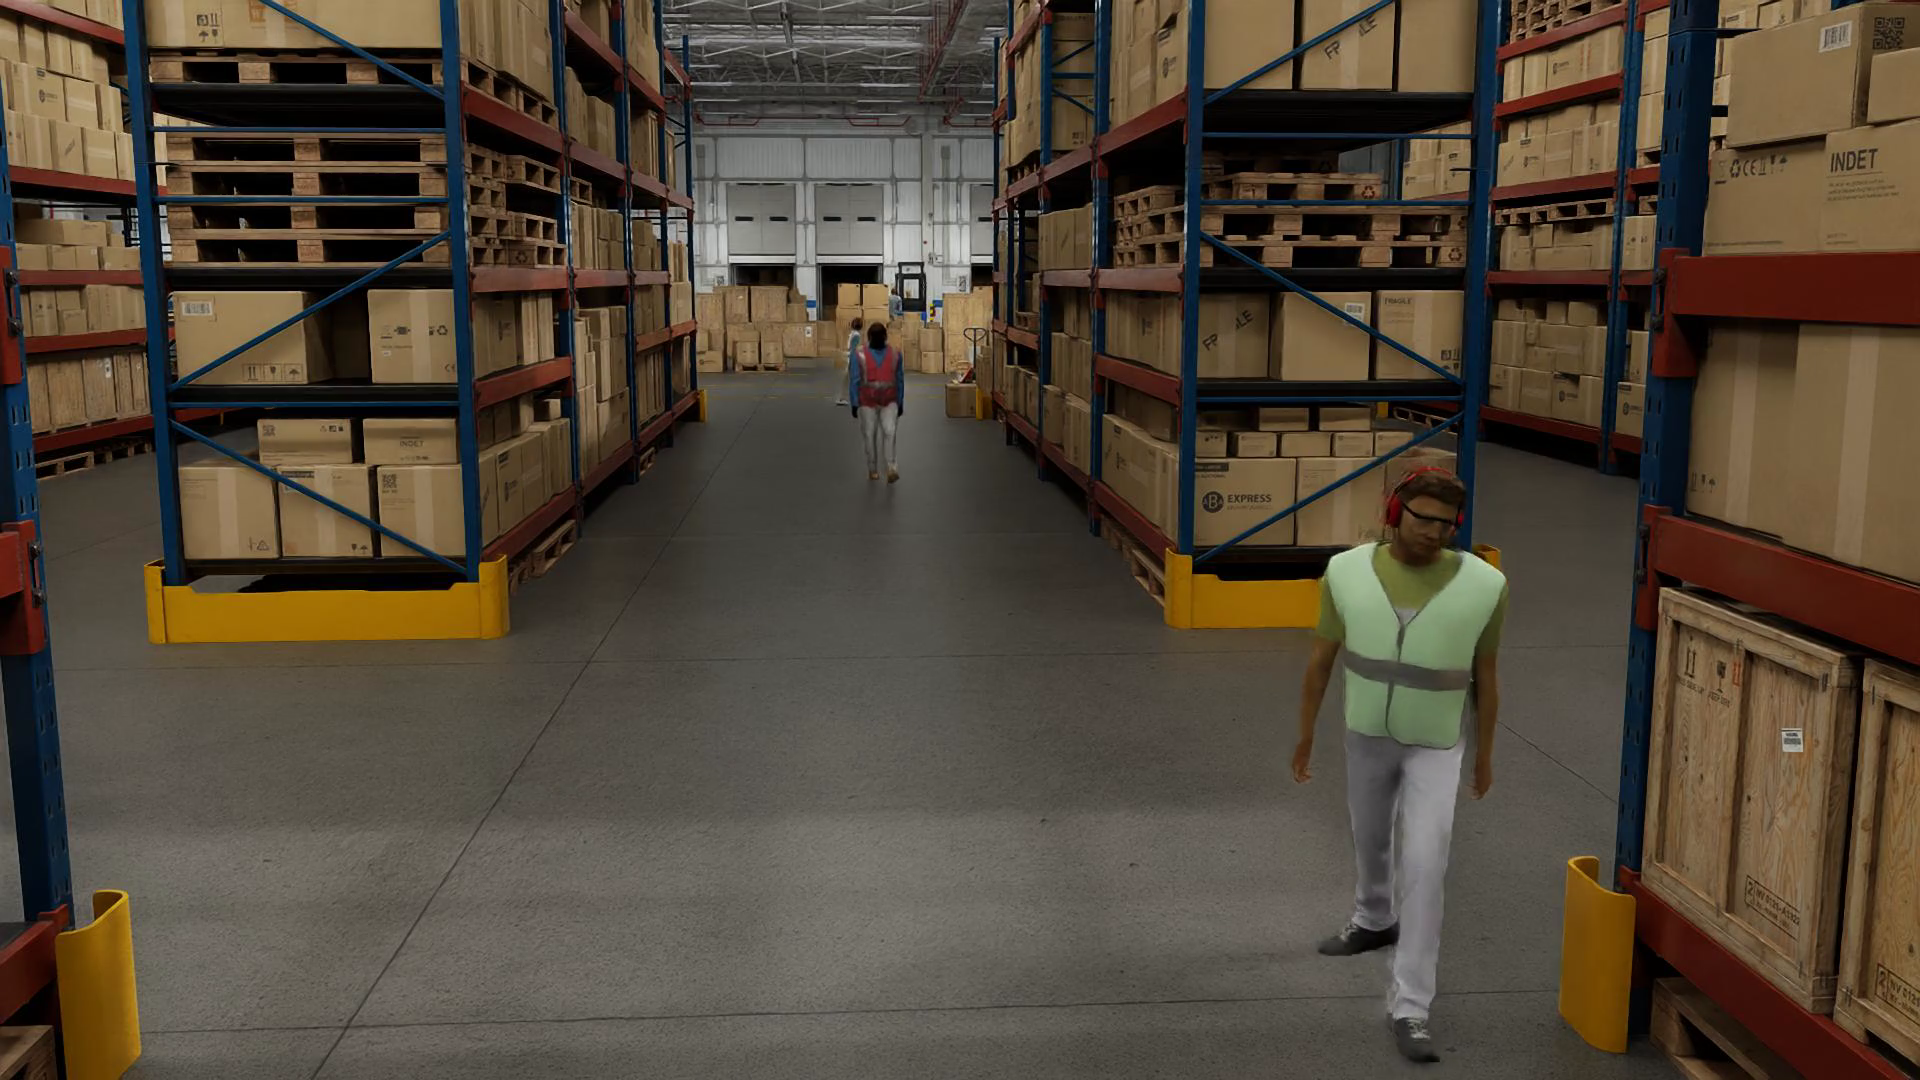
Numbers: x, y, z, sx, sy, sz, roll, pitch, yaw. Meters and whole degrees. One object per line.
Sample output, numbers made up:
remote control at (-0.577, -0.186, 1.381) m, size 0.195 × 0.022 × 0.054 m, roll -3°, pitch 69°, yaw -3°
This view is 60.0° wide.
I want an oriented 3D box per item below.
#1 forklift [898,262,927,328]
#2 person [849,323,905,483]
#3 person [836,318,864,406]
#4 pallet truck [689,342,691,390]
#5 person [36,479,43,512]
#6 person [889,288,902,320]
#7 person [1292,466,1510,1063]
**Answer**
forklift at (-1.708, -8.380, 58.448) m, size 1.129 × 2.768 × 1.873 m, roll -1°, pitch 9°, yaw -4°
person at (-0.924, -1.543, 18.875) m, size 0.654 × 1.801 × 0.934 m, roll -2°, pitch 9°, yaw -10°
person at (-1.840, -3.210, 30.015) m, size 0.869 × 1.586 × 0.535 m, roll -2°, pitch 9°, yaw -11°
pallet truck at (-5.225, -3.008, 27.480) m, size 1.885 × 1.965 × 0.823 m, roll 2°, pitch 9°, yaw 14°
person at (-7.557, -0.566, 13.151) m, size 0.533 × 1.678 × 0.449 m, roll 3°, pitch 10°, yaw 18°
person at (-2.306, -7.828, 57.982) m, size 0.636 × 1.929 × 0.385 m, roll 3°, pitch 10°, yaw 20°
person at (1.411, 0.635, 5.331) m, size 0.637 × 1.790 × 0.905 m, roll 4°, pitch 10°, yaw 26°
